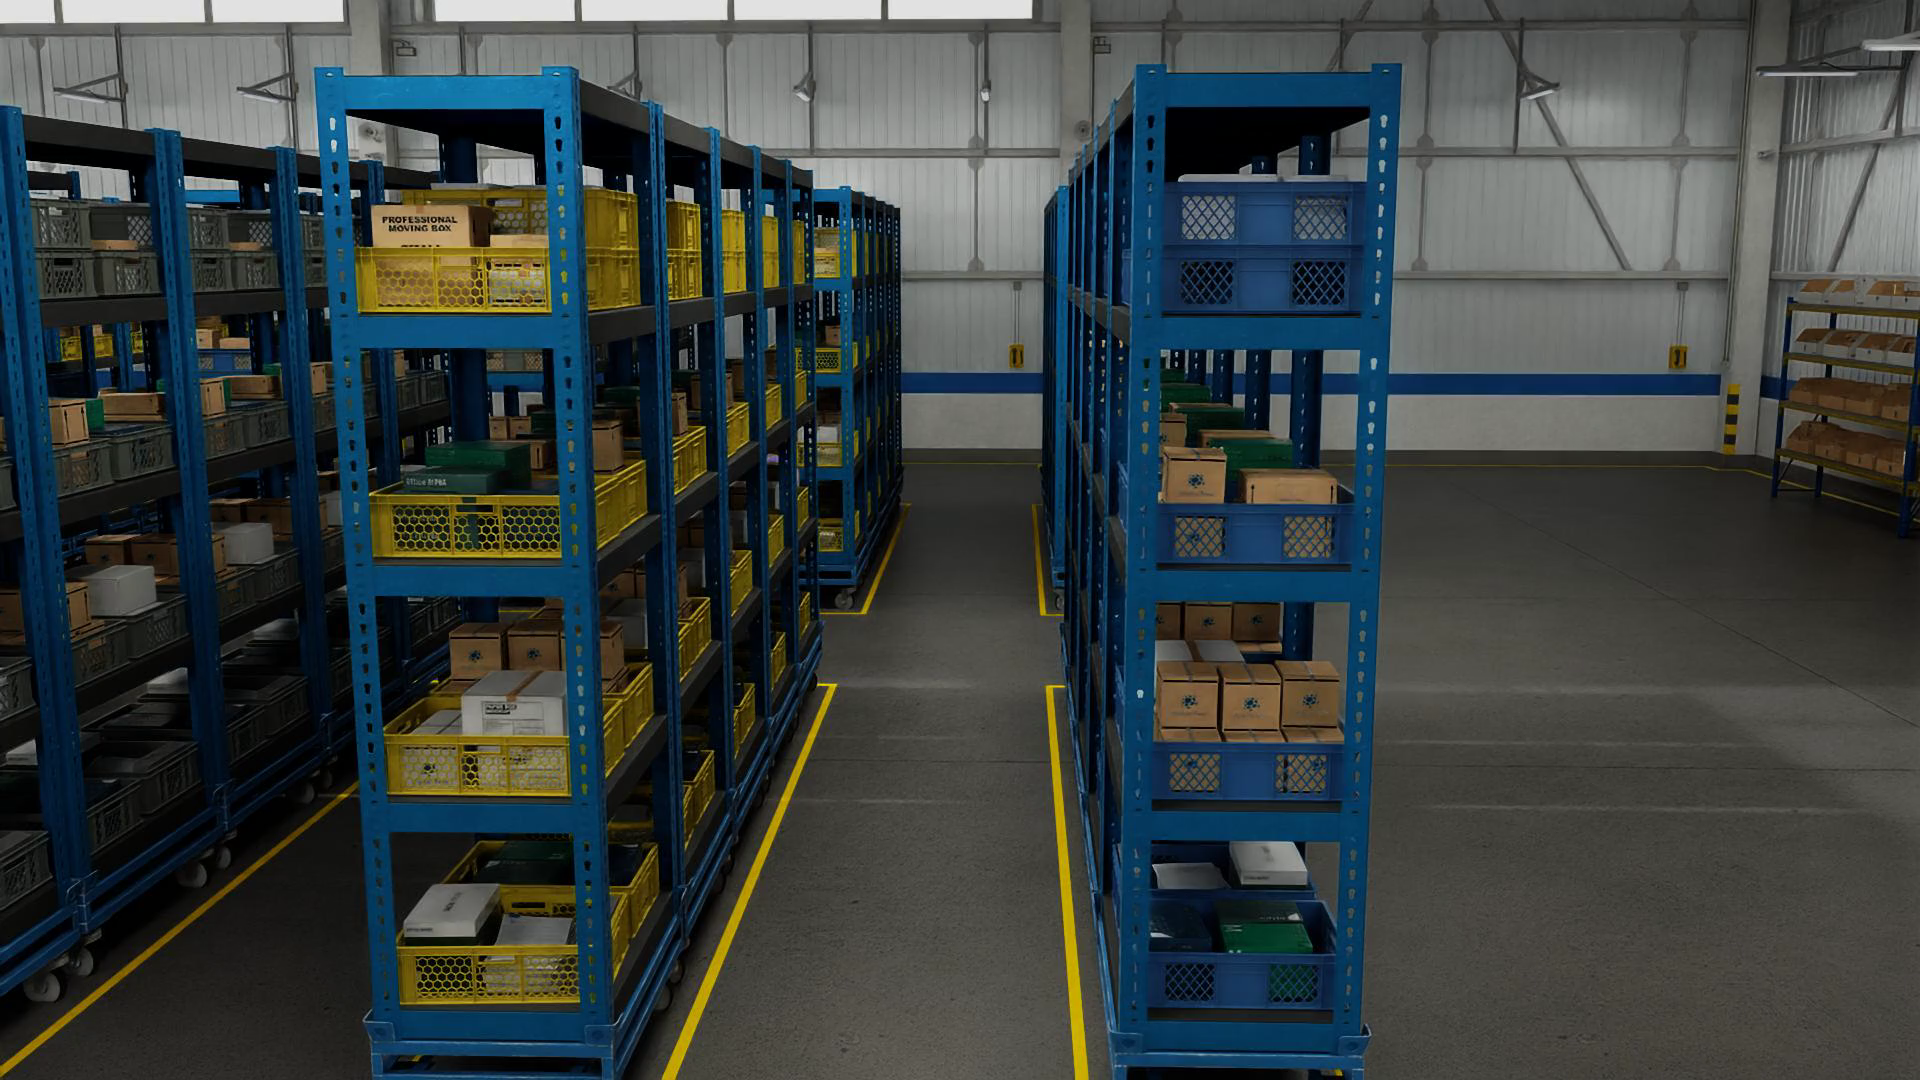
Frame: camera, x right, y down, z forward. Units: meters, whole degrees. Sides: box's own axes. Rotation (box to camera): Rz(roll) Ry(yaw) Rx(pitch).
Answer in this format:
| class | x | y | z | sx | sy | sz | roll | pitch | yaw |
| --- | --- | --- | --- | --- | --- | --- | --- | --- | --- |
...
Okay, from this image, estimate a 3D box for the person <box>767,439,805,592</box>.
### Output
| class | x | y | z | sx | sy | sz | roll | pitch | yaw |
| --- | --- | --- | --- | --- | --- | --- | --- | --- | --- |
| person | -1.394 | 0.005 | 12.407 | 0.565 | 1.850 | 0.390 | 7 | 12 | 36 |
